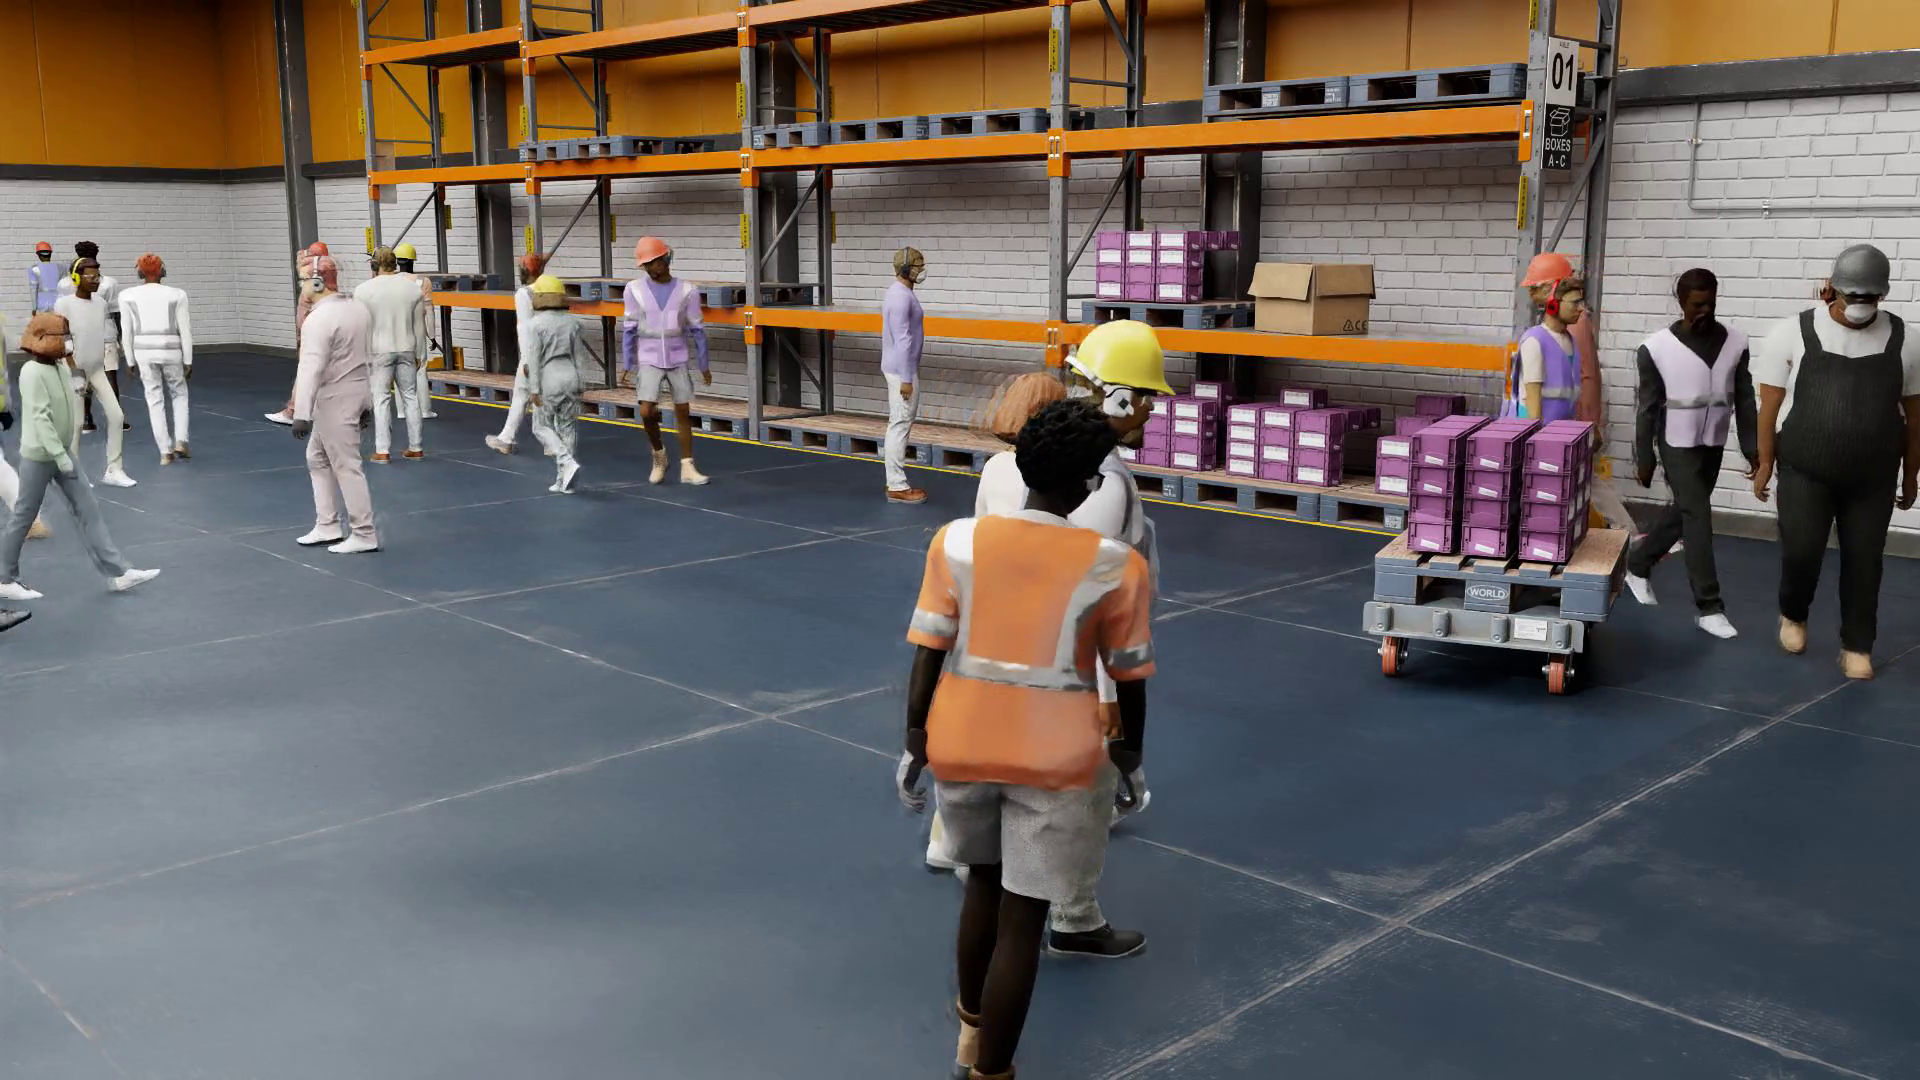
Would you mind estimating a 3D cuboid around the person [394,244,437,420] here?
[{"bbox_3d":[-6.066,-2.284,18.310,0.592,1.925,0.385,-1,10,-4],"label":"person"}]

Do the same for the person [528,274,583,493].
[{"bbox_3d":[-3.117,-1.199,12.955,0.493,1.728,0.486,9,14,41],"label":"person"}]

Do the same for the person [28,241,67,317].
[{"bbox_3d":[-13.876,-3.578,25.360,0.542,1.929,0.368,-9,14,-41],"label":"person"}]

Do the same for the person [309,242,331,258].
[{"bbox_3d":[-8.858,-3.146,23.014,0.383,1.927,0.543,-2,11,-12],"label":"person"}]

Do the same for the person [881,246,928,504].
[{"bbox_3d":[-0.426,-1.252,12.649,0.352,1.937,0.635,0,10,-3],"label":"person"}]

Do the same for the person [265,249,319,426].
[{"bbox_3d":[-6.911,-2.124,17.604,0.953,1.864,0.654,-2,11,-9],"label":"person"}]

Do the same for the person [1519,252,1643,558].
[{"bbox_3d":[3.731,-0.748,9.948,0.951,1.940,0.645,1,10,8],"label":"person"}]

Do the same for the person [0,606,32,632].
[{"bbox_3d":[-5.166,-0.359,8.367,0.902,1.717,0.540,0,10,-2],"label":"person"}]

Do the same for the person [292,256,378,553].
[{"bbox_3d":[-4.064,-0.841,10.541,0.715,1.881,0.684,0,10,-1],"label":"person"}]

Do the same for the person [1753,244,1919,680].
[{"bbox_3d":[4.015,-0.374,7.583,0.708,2.000,0.566,3,11,17],"label":"person"}]

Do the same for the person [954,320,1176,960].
[{"bbox_3d":[0.326,0.302,4.569,0.512,1.804,0.605,-1,10,-5],"label":"person"}]

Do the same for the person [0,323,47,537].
[{"bbox_3d":[-6.569,-0.882,11.037,0.950,1.798,0.641,0,10,-2],"label":"person"}]

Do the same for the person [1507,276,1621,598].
[{"bbox_3d":[3.281,-0.595,9.457,0.576,1.806,0.956,-9,14,-41],"label":"person"}]

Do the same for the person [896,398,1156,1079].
[{"bbox_3d":[0.155,0.510,3.798,0.558,1.648,0.611,4,11,19],"label":"person"}]

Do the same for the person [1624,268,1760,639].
[{"bbox_3d":[3.773,-0.492,8.710,0.604,1.867,0.981,-3,11,-15],"label":"person"}]

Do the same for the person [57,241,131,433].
[{"bbox_3d":[-8.857,-2.069,17.027,0.613,1.965,0.361,-2,11,-9],"label":"person"}]

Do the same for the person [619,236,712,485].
[{"bbox_3d":[-2.362,-1.419,13.351,0.730,2.011,0.456,-2,11,-10],"label":"person"}]

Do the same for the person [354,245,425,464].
[{"bbox_3d":[-5.071,-1.646,14.823,0.628,1.933,0.357,-9,14,-40],"label":"person"}]

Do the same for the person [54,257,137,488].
[{"bbox_3d":[-6.908,-1.309,13.231,0.743,1.846,0.493,5,11,25],"label":"person"}]

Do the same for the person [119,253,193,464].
[{"bbox_3d":[-7.109,-1.604,14.764,0.571,1.867,0.440,-4,11,-21],"label":"person"}]

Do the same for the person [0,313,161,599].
[{"bbox_3d":[-5.006,-0.456,9.247,0.858,1.590,0.500,-1,10,-4],"label":"person"}]

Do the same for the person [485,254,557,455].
[{"bbox_3d":[-3.964,-1.696,15.315,0.930,1.840,0.606,5,12,27],"label":"person"}]

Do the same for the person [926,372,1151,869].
[{"bbox_3d":[0.251,0.259,5.372,0.875,1.588,0.514,-4,11,-21],"label":"person"}]
